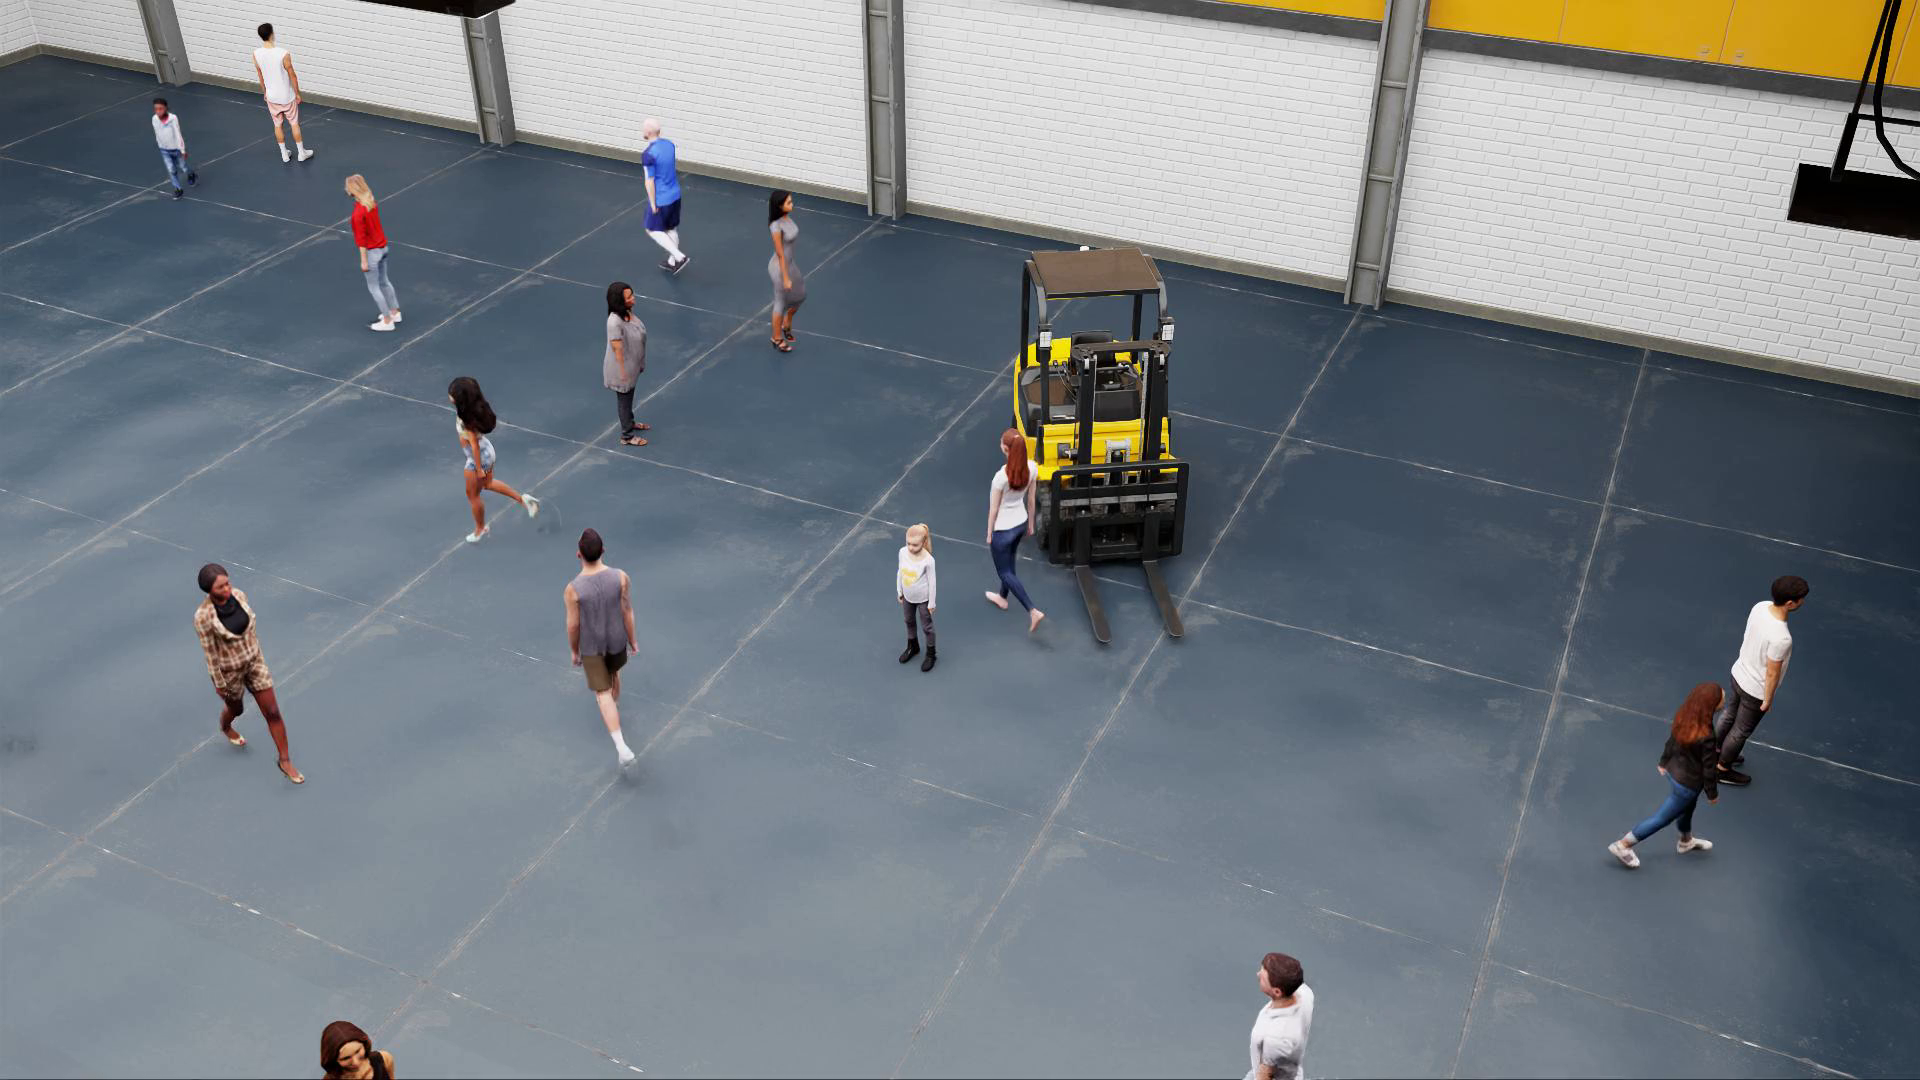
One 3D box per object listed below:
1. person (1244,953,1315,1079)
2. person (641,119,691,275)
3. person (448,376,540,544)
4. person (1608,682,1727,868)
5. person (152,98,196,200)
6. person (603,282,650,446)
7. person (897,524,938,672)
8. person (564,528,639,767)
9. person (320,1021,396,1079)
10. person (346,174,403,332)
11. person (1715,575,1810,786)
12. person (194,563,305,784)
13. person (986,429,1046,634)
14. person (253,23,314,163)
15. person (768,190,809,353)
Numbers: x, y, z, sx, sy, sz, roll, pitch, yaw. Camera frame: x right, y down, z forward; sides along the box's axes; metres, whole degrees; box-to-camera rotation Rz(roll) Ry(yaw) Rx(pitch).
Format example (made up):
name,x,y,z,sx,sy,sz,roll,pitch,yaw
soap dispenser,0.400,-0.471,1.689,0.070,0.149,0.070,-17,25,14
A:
name,x,y,z,sx,sy,sz,roll,pitch,yaw
person,1.726,2.880,8.625,0.653,1.838,0.693,11,35,16
person,-3.276,-3.839,18.741,0.828,1.829,0.711,18,38,25
person,-4.032,-0.689,14.204,0.975,1.606,0.874,-8,34,-12
person,4.702,1.567,10.946,1.065,1.455,0.857,-1,34,-1
person,-9.920,-4.970,20.971,0.790,1.245,0.753,-1,34,-2
person,-3.181,-1.690,15.707,0.804,1.609,0.762,-1,34,-2
person,-0.323,0.422,12.832,0.458,1.274,0.578,20,39,27
person,-2.508,0.765,11.748,1.072,1.820,1.237,-17,37,-24
person,-2.927,3.072,8.339,0.604,1.835,0.631,25,41,32
person,-6.221,-3.048,17.673,0.645,1.695,0.691,2,34,2
person,5.555,0.954,11.631,0.658,1.718,0.681,1,34,2
person,-5.109,0.910,11.663,1.127,1.756,0.707,20,39,28
person,0.452,-0.048,13.137,0.862,1.721,1.109,-24,41,-32
person,-8.930,-5.859,21.821,0.650,1.784,0.785,0,34,-1
person,-1.917,-2.764,17.176,0.655,1.772,0.645,8,35,12
